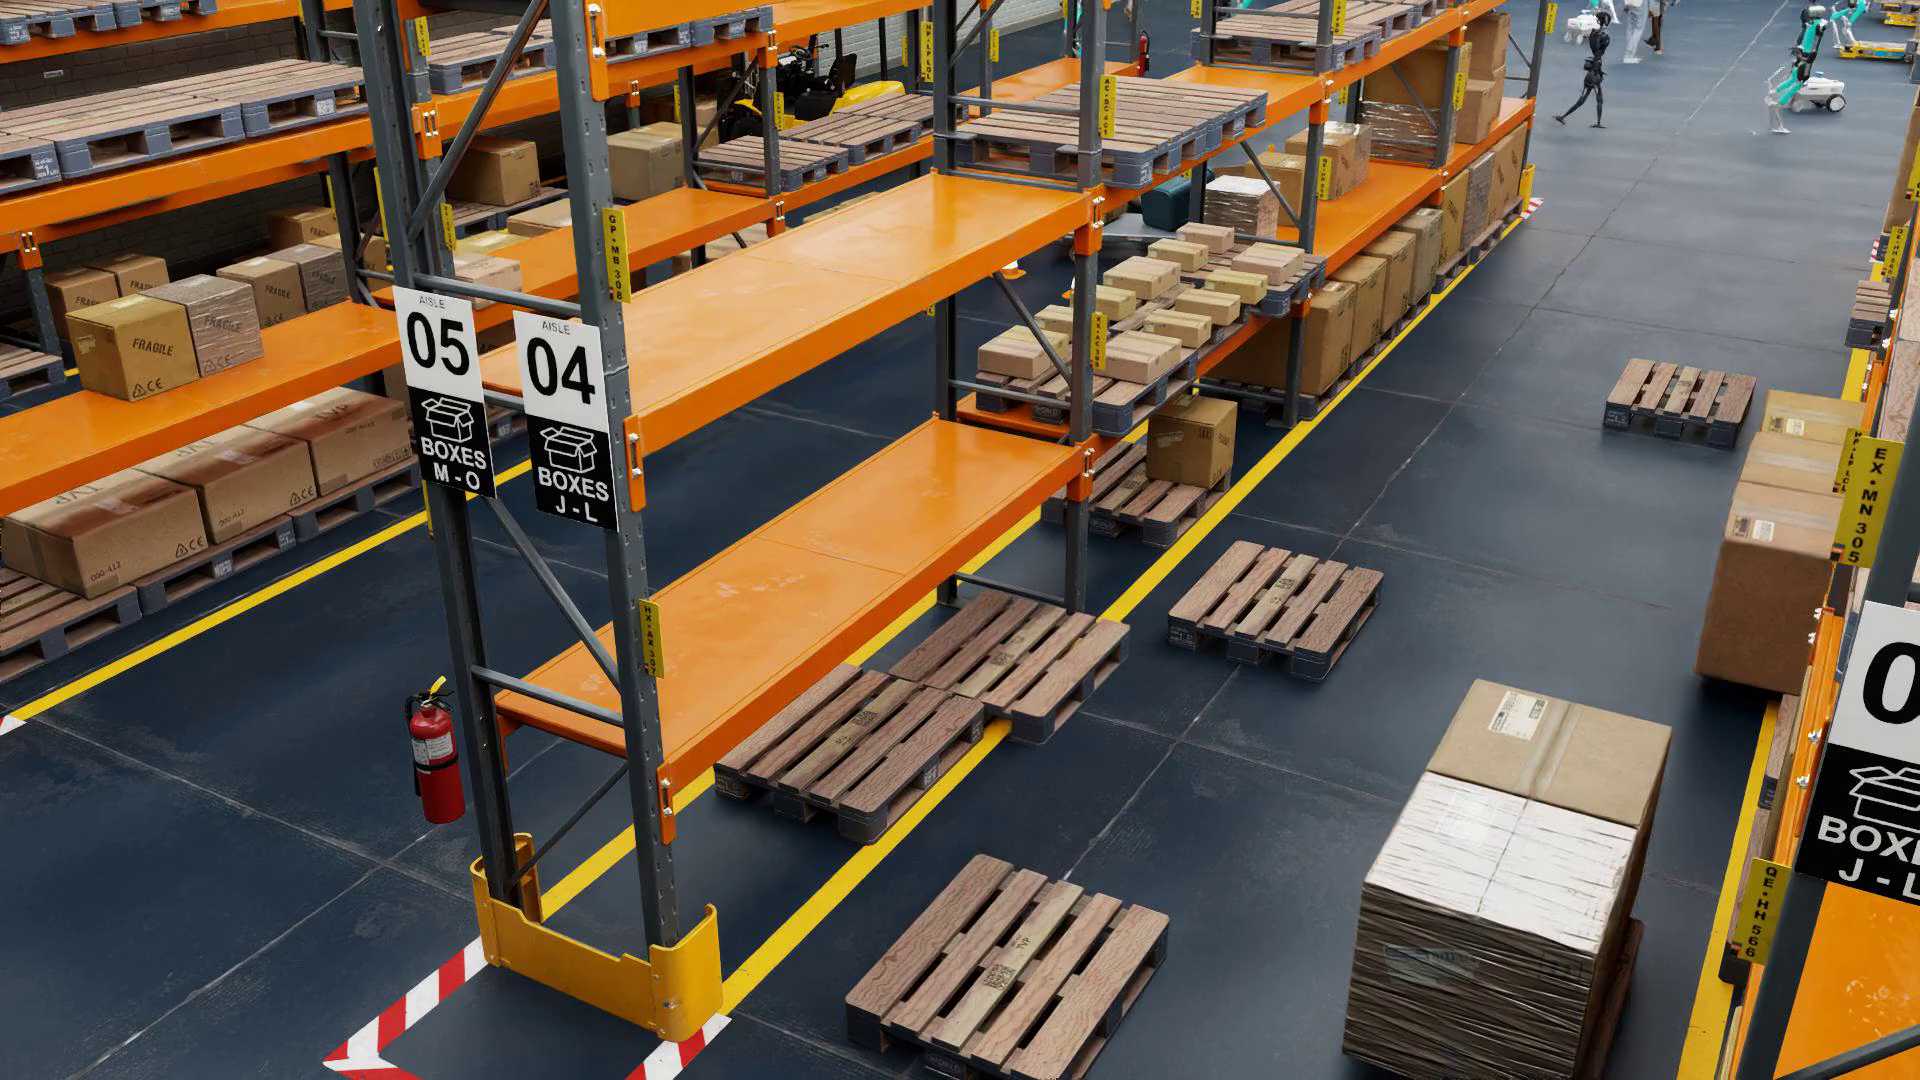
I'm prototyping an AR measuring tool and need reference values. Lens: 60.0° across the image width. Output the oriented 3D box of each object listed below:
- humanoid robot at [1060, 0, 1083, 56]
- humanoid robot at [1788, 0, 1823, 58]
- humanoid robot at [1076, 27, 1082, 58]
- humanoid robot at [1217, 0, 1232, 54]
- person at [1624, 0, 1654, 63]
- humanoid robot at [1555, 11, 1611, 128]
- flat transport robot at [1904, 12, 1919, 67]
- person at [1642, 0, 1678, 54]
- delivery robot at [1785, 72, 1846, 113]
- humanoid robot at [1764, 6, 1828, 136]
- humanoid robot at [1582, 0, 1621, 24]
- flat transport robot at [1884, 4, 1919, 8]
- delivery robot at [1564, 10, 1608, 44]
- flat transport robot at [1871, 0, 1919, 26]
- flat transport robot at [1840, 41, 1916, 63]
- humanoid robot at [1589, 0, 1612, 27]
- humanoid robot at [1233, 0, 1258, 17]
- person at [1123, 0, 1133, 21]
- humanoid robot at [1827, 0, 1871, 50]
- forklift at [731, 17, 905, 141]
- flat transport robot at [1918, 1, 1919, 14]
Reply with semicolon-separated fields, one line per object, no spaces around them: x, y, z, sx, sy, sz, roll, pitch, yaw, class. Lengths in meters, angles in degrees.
1.973;-9.314;29.056;0.538;1.833;0.699;6;26;11;humanoid robot
12.981;-7.632;25.578;0.337;1.657;0.602;19;32;35;humanoid robot
1.969;-8.184;26.691;0.795;1.807;0.552;9;27;17;humanoid robot
4.117;-8.221;26.816;0.527;1.643;0.589;-11;28;-21;humanoid robot
11.656;-9.163;28.518;0.476;1.915;0.601;-11;28;-21;person
8.983;-6.703;23.696;0.742;1.635;0.590;11;28;21;humanoid robot
16.881;-8.182;28.343;1.431;0.231;0.659;-21;33;-36;flat transport robot
12.351;-9.658;29.521;0.671;1.907;0.925;-2;26;-4;person
12.871;-6.719;24.972;0.774;0.592;0.499;0;26;0;delivery robot
11.560;-6.472;23.230;0.728;1.899;0.542;5;26;10;humanoid robot
12.724;-11.074;32.678;0.545;1.767;0.973;-19;31;-34;humanoid robot
19.553;-10.990;34.179;1.431;0.231;0.659;-13;28;-24;flat transport robot
11.536;-9.444;30.646;0.801;0.604;0.499;-16;30;-29;delivery robot
18.627;-10.303;32.751;0.659;0.231;1.431;15;29;28;flat transport robot
16.210;-8.530;29.067;1.431;0.231;0.659;11;28;21;flat transport robot
12.307;-10.722;31.949;0.953;1.773;0.545;0;26;1;humanoid robot
5.253;-10.177;30.892;0.832;1.860;0.547;6;26;13;humanoid robot
3.443;-11.126;32.577;0.560;1.912;0.690;-18;31;-33;person
15.750;-9.489;29.380;0.537;1.793;0.806;-13;29;-26;humanoid robot
-1.819;-5.975;21.543;2.313;2.155;1.214;14;29;26;forklift
19.033;-9.843;31.796;0.659;0.231;1.431;8;27;16;flat transport robot
